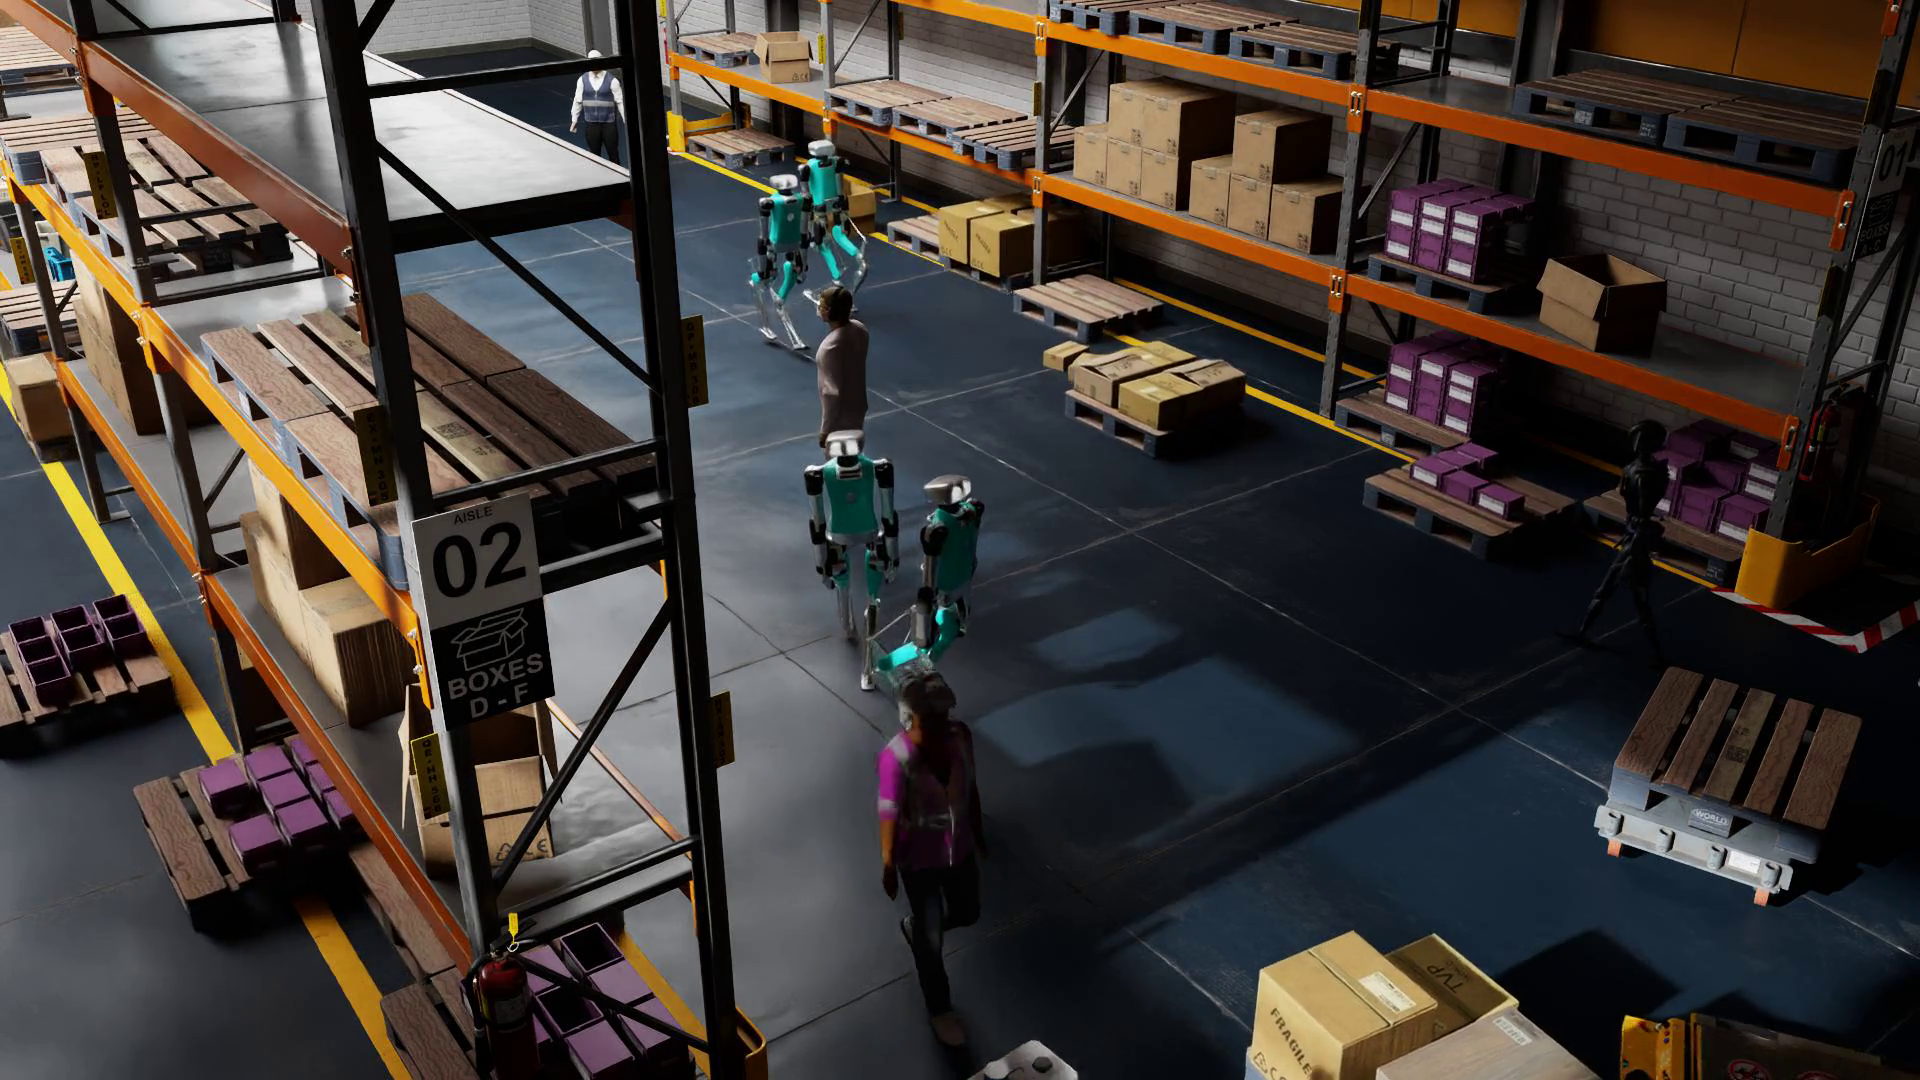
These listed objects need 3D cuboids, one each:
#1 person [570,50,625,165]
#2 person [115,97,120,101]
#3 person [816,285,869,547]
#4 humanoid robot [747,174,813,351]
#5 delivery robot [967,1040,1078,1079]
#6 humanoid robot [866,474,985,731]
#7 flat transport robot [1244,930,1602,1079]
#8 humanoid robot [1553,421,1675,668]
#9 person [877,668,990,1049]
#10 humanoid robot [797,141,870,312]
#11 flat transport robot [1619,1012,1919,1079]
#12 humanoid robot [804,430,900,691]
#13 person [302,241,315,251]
[{"bbox_3d":[-4.450,-5.173,20.616,0.760,1.758,0.430,-1,27,-2],"label":"person"},{"bbox_3d":[-10.406,-5.152,20.331,0.402,1.986,0.610,5,27,10],"label":"person"},{"bbox_3d":[-0.850,-0.885,11.891,0.373,1.940,0.628,8,28,15],"label":"person"},{"bbox_3d":[-1.717,-2.588,15.516,0.557,1.729,1.030,-17,31,-30],"label":"humanoid robot"},{"bbox_3d":[0.138,2.419,6.864,0.805,0.601,0.499,-21,33,-35],"label":"delivery robot"},{"bbox_3d":[-0.263,0.477,9.522,0.734,1.906,0.546,15,30,27],"label":"humanoid robot"},{"bbox_3d":[1.969,2.547,6.922,1.431,0.231,0.659,-14,30,-26],"label":"flat transport robot"},{"bbox_3d":[4.225,0.029,10.415,0.752,1.625,0.610,8,28,16],"label":"humanoid robot"},{"bbox_3d":[-0.120,1.379,7.499,0.536,1.831,0.616,-18,32,-31],"label":"person"},{"bbox_3d":[-1.209,-3.012,16.336,0.545,1.724,1.013,-22,34,-36],"label":"humanoid robot"},{"bbox_3d":[3.605,2.435,7.144,1.431,0.231,0.659,10,28,19],"label":"flat transport robot"},{"bbox_3d":[-0.669,0.021,10.344,0.565,1.785,0.964,-3,27,-6],"label":"humanoid robot"},{"bbox_3d":[-6.158,-2.529,15.507,0.288,1.628,0.498,9,28,18],"label":"person"}]
